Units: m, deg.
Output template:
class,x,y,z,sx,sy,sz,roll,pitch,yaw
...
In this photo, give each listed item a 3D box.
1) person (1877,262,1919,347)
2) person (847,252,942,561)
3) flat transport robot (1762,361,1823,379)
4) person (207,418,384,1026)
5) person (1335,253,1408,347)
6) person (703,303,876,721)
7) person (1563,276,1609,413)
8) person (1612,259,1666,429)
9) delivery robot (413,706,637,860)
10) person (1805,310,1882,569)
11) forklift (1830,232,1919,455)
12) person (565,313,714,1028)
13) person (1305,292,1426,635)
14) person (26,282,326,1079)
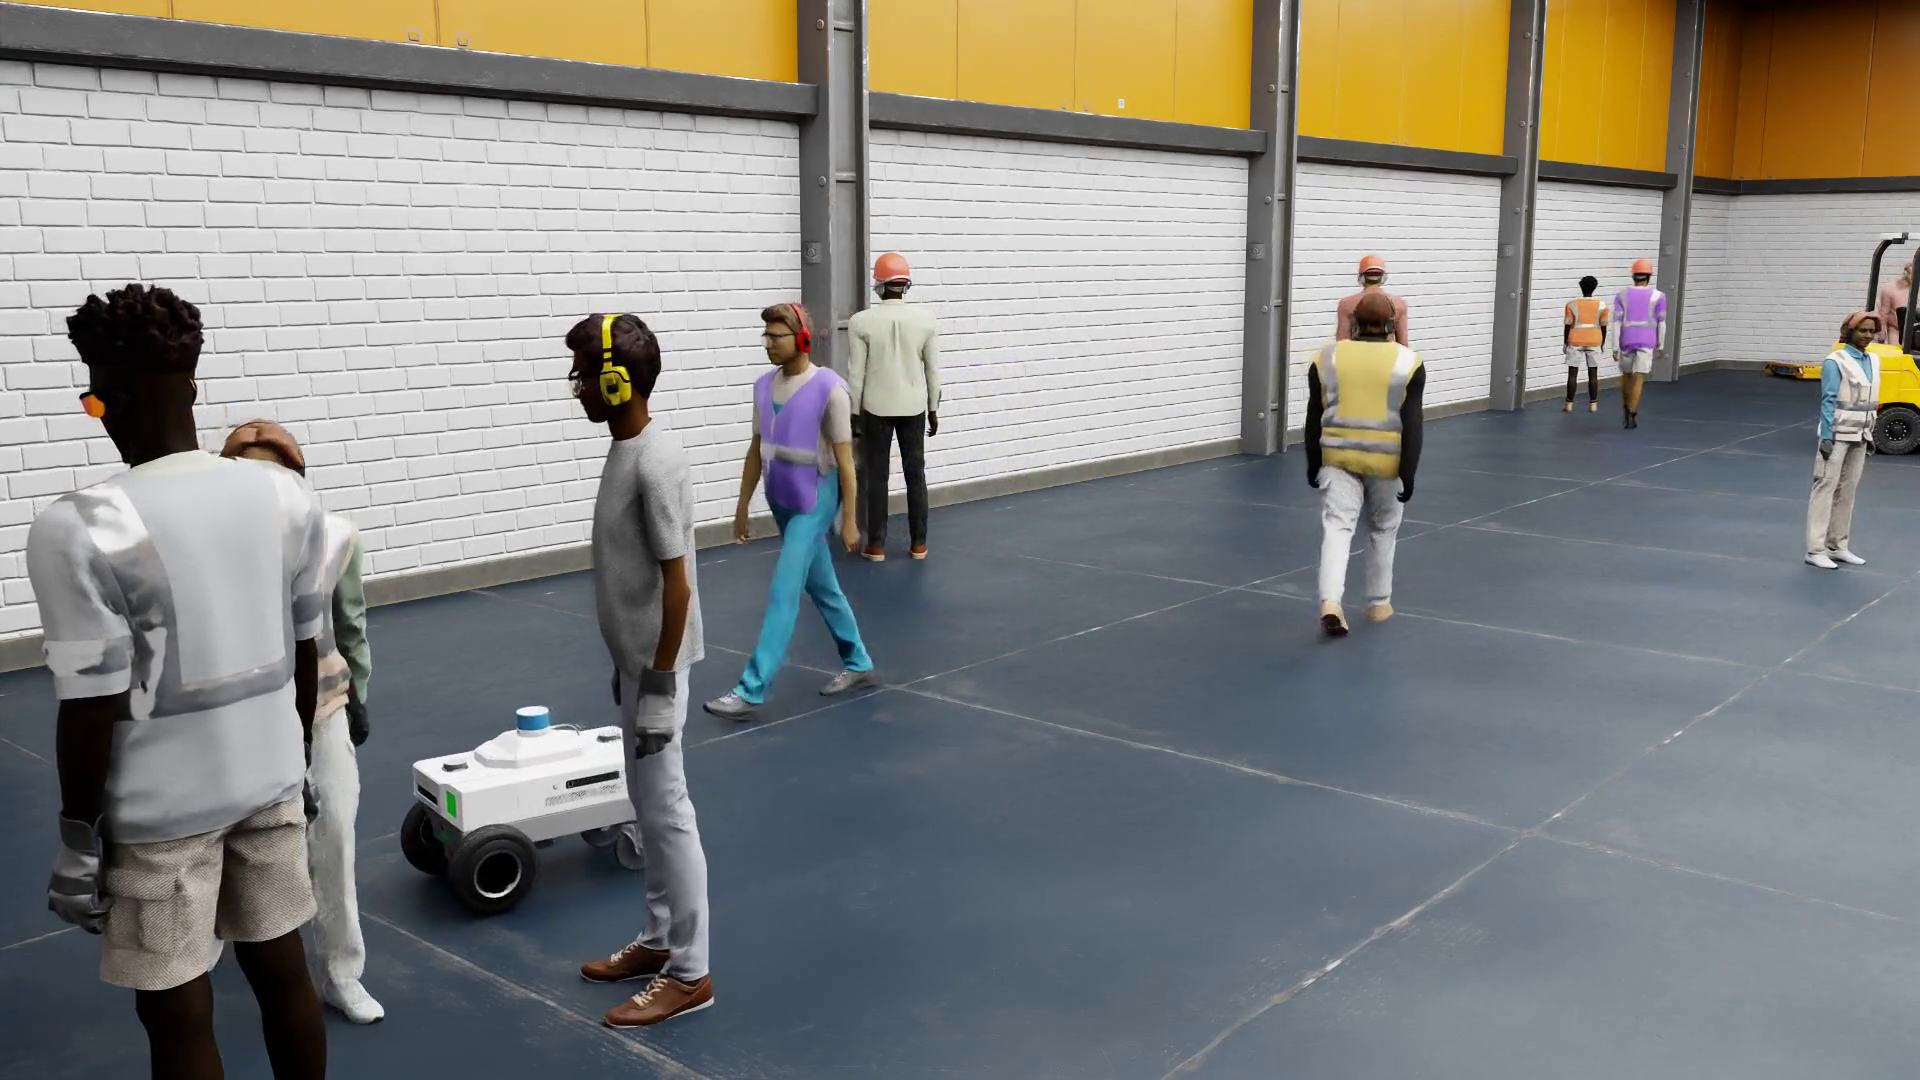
class,x,y,z,sx,sy,sz,roll,pitch,yaw
person,12.060,-2.595,21.118,0.667,1.842,1.005,2,10,11
person,-0.433,-0.856,10.811,0.627,1.995,0.387,-2,10,-14
flat transport robot,13.235,-2.678,26.089,0.652,0.197,1.431,0,10,2
person,-1.874,0.455,4.464,0.542,1.603,0.753,-7,12,-36
person,3.526,-1.468,14.309,0.621,1.990,0.406,0,10,-2
person,-0.737,-0.136,7.287,0.991,1.789,0.589,-9,13,-41
person,7.724,-2.418,20.575,0.538,1.693,0.319,2,10,13
person,7.730,-2.233,18.936,0.550,1.884,0.988,6,12,31
delivery robot,-1.360,0.778,5.335,0.707,0.478,0.477,-7,12,-36
person,5.642,-0.638,10.589,0.516,1.636,0.314,-6,11,-29
forklift,9.955,-1.972,16.595,2.313,2.155,1.214,1,10,8
person,-0.838,0.344,4.358,0.330,1.864,0.512,-4,11,-20
person,2.117,-0.405,8.804,0.633,1.812,0.907,4,11,23
person,-1.501,0.488,3.252,0.368,1.962,0.603,5,11,25
